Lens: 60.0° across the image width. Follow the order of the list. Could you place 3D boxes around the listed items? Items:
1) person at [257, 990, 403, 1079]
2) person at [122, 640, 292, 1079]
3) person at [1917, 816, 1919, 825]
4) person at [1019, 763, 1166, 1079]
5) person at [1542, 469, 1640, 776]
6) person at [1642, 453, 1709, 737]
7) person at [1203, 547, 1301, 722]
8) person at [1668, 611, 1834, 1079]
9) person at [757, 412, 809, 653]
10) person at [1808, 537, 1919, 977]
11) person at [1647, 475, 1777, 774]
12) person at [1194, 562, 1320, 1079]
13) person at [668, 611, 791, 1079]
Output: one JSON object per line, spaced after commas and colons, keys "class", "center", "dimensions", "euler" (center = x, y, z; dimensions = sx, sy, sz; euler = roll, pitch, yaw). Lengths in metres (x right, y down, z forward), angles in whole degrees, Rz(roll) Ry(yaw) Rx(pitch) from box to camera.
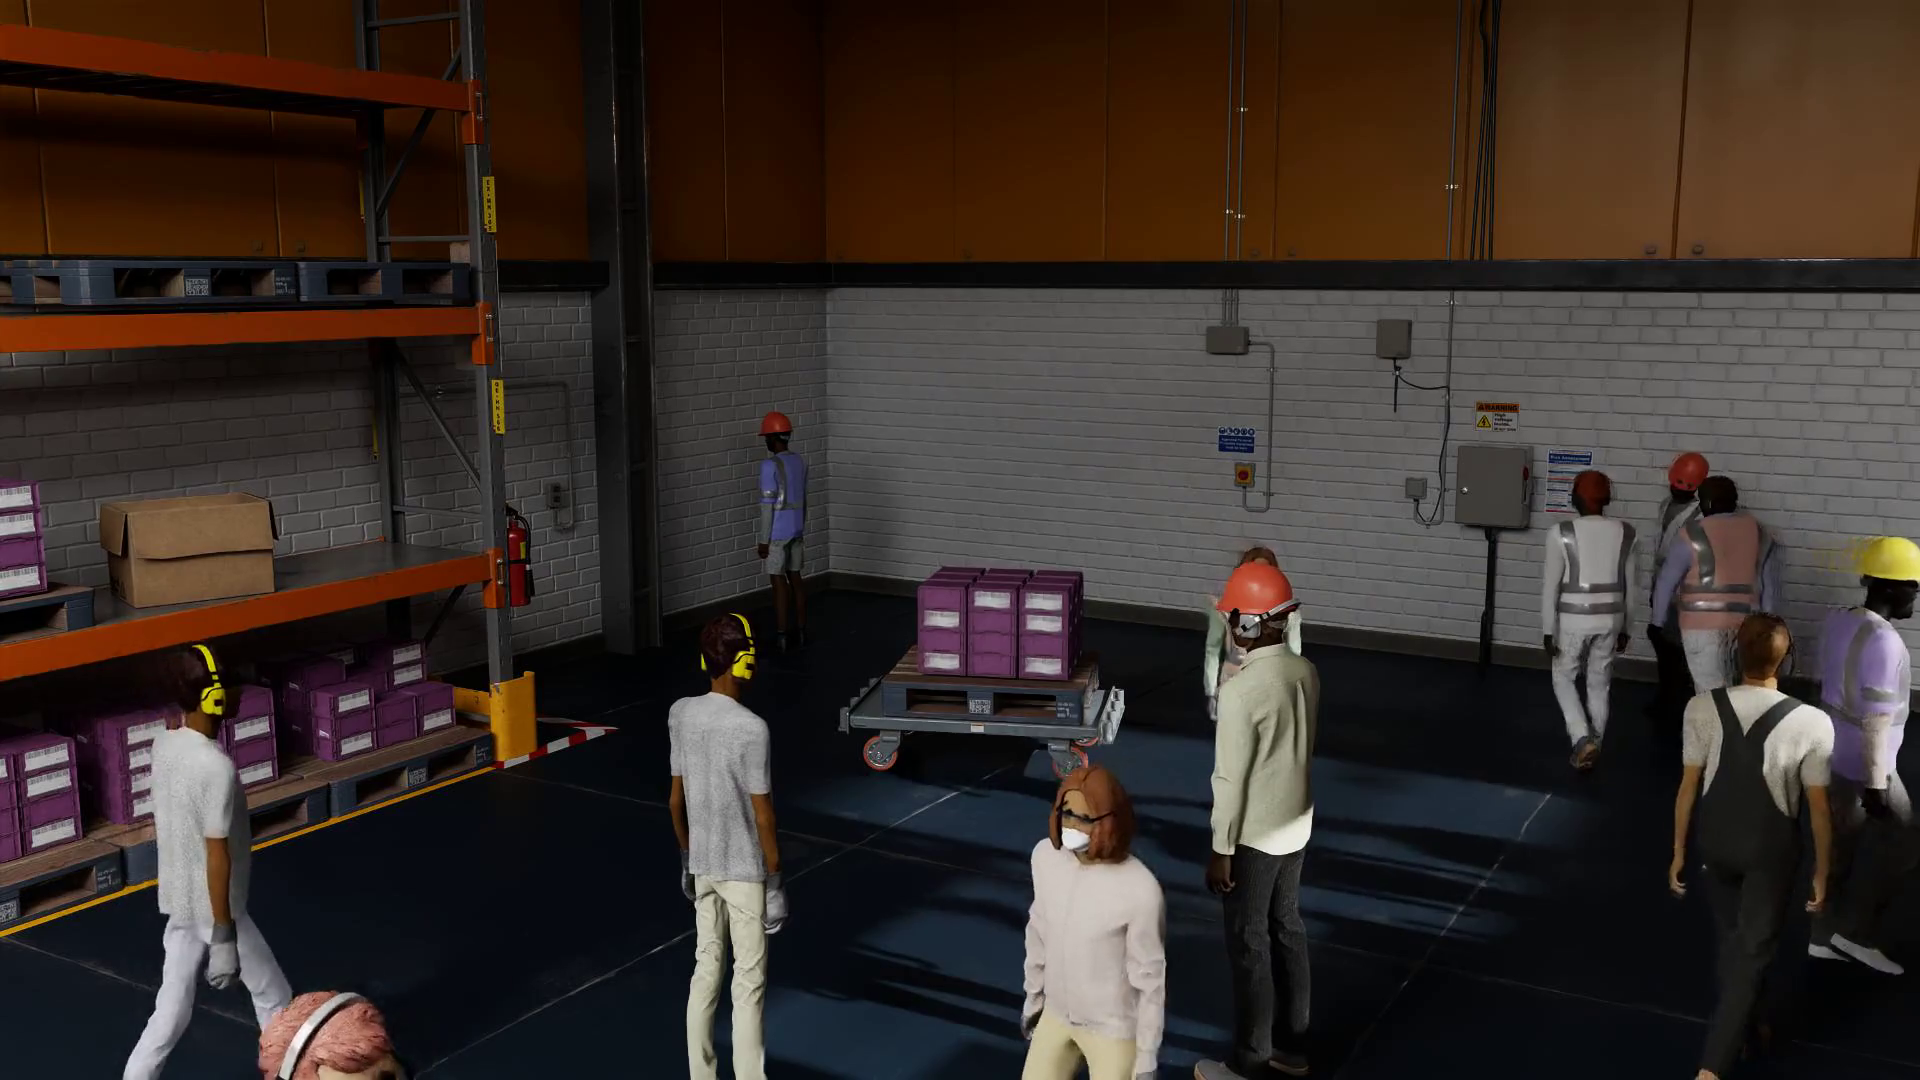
{"class": "person", "center": [-1.091, 1.656, 2.803], "dimensions": [0.469, 1.880, 0.843], "euler": [-1, 9, -8]}
{"class": "person", "center": [-2.533, 1.235, 5.620], "dimensions": [0.540, 1.826, 0.962], "euler": [7, 11, 37]}
{"class": "person", "center": [5.401, 0.705, 8.865], "dimensions": [0.522, 1.828, 0.586], "euler": [5, 10, 30]}
{"class": "person", "center": [0.365, 1.443, 4.894], "dimensions": [0.533, 1.616, 0.339], "euler": [9, 12, 43]}
{"class": "person", "center": [3.768, 0.517, 9.929], "dimensions": [0.576, 1.868, 0.508], "euler": [0, 9, 1]}
{"class": "person", "center": [4.691, 0.342, 11.000], "dimensions": [0.344, 1.893, 0.771], "euler": [0, 9, -3]}
{"class": "person", "center": [1.564, 0.814, 8.938], "dimensions": [0.528, 1.595, 0.891], "euler": [1, 9, 3]}
{"class": "person", "center": [2.869, 1.165, 6.081], "dimensions": [0.522, 1.818, 0.921], "euler": [8, 12, 42]}
{"class": "person", "center": [-1.448, -0.066, 13.392], "dimensions": [0.382, 1.929, 0.540], "euler": [5, 10, 28]}
{"class": "person", "center": [3.966, 0.934, 7.172], "dimensions": [0.502, 1.912, 0.609], "euler": [2, 9, 11]}
{"class": "person", "center": [4.567, 0.507, 10.181], "dimensions": [0.659, 1.803, 0.780], "euler": [-1, 9, -5]}
{"class": "person", "center": [1.101, 1.066, 6.162], "dimensions": [0.404, 1.987, 0.608], "euler": [7, 11, 37]}
{"class": "person", "center": [-0.798, 1.172, 5.860], "dimensions": [0.521, 1.865, 0.327], "euler": [7, 12, 38]}
